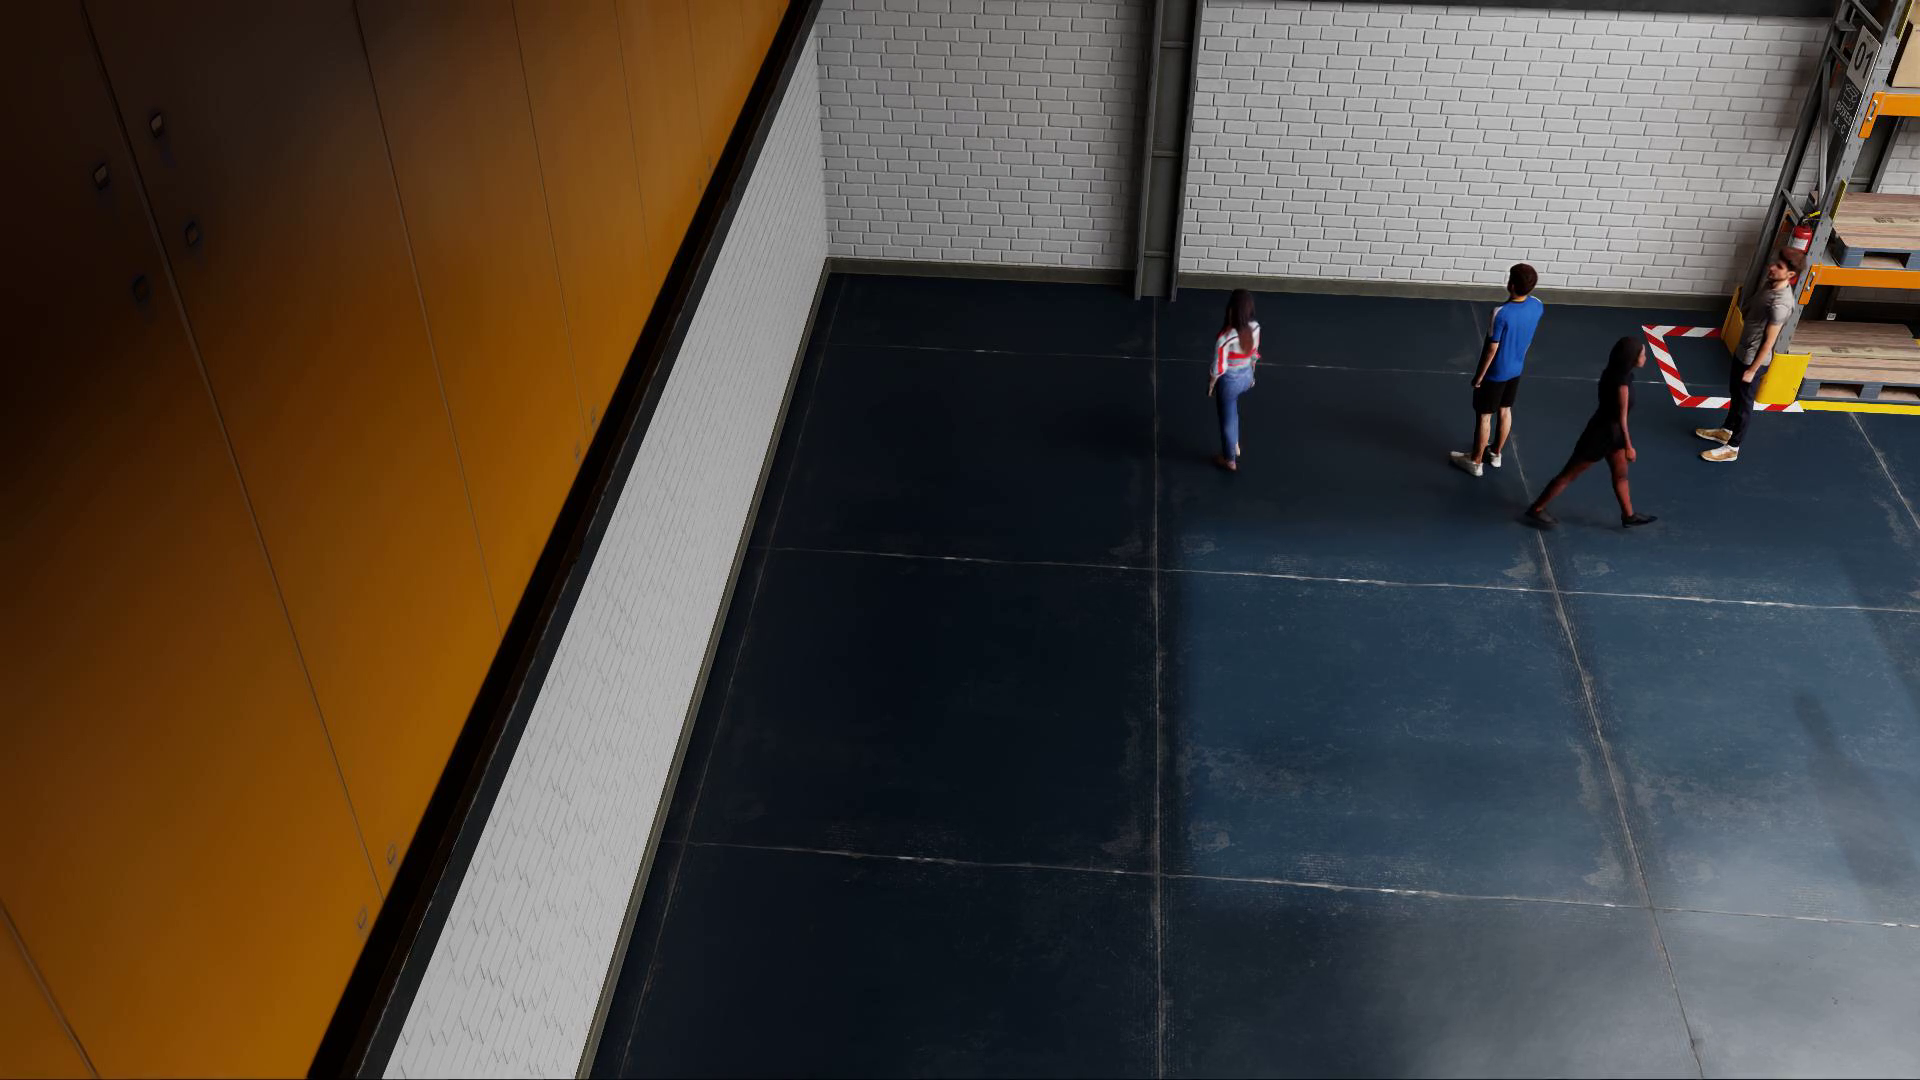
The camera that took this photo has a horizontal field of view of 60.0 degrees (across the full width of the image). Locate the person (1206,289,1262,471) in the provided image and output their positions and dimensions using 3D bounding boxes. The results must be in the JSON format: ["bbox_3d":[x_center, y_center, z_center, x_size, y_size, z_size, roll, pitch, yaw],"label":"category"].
[{"bbox_3d":[2.244,-1.224,13.239,0.707,1.603,0.777,-25,45,-28],"label":"person"}]

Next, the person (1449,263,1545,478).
[{"bbox_3d":[4.300,-1.363,13.204,0.706,1.866,0.799,-20,43,-24],"label":"person"}]

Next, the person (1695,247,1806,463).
[{"bbox_3d":[6.372,-1.495,13.342,0.602,1.899,0.666,8,39,10],"label":"person"}]

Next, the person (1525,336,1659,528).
[{"bbox_3d":[4.763,-0.765,12.599,1.257,1.685,0.824,13,40,16],"label":"person"}]
